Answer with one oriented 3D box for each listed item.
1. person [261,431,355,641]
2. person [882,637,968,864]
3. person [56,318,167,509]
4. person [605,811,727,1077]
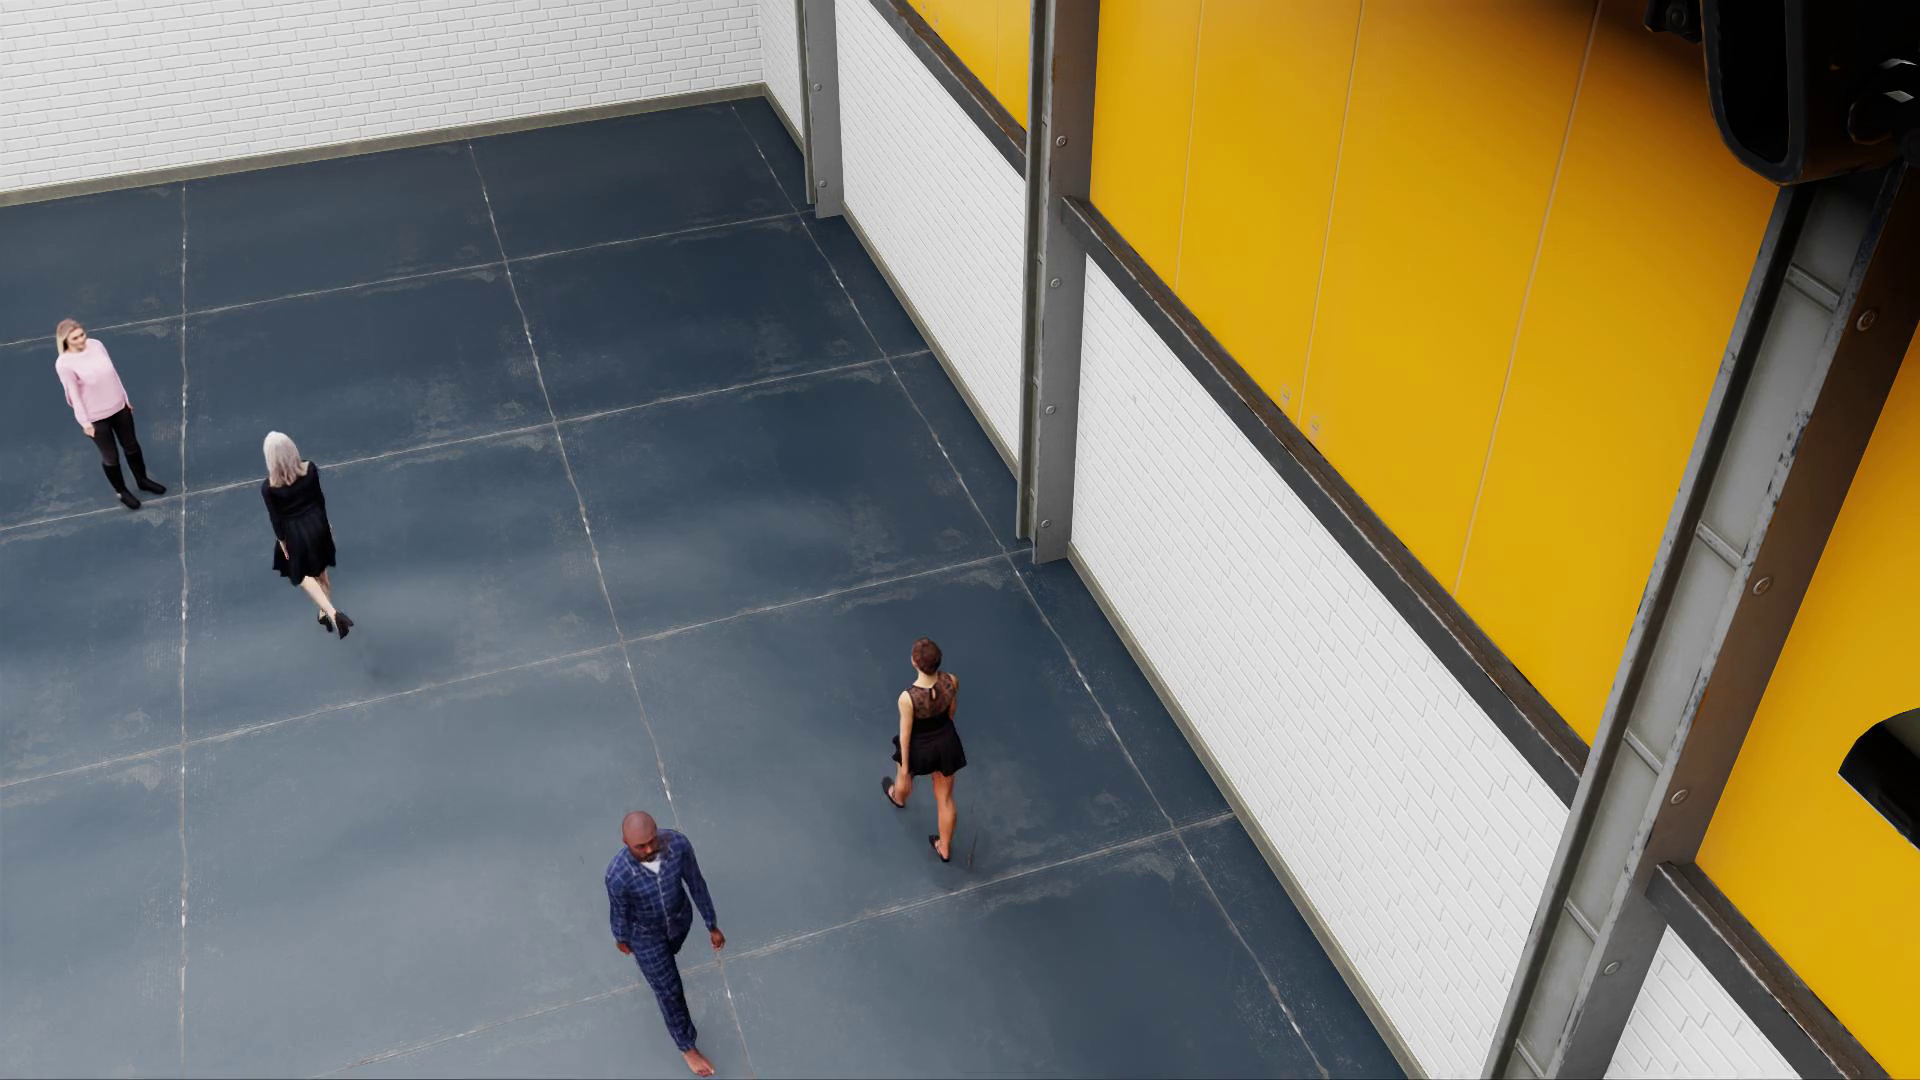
[{"bbox_3d":[-4.535,0.015,11.637,0.971,1.730,0.832,31,48,33],"label":"person"},{"bbox_3d":[-0.152,1.315,10.075,0.656,1.649,0.992,-17,42,-20],"label":"person"},{"bbox_3d":[-6.685,-1.010,12.959,0.751,1.683,0.691,16,41,19],"label":"person"},{"bbox_3d":[-1.687,2.032,9.074,0.960,1.778,1.247,-30,48,-32],"label":"person"}]
